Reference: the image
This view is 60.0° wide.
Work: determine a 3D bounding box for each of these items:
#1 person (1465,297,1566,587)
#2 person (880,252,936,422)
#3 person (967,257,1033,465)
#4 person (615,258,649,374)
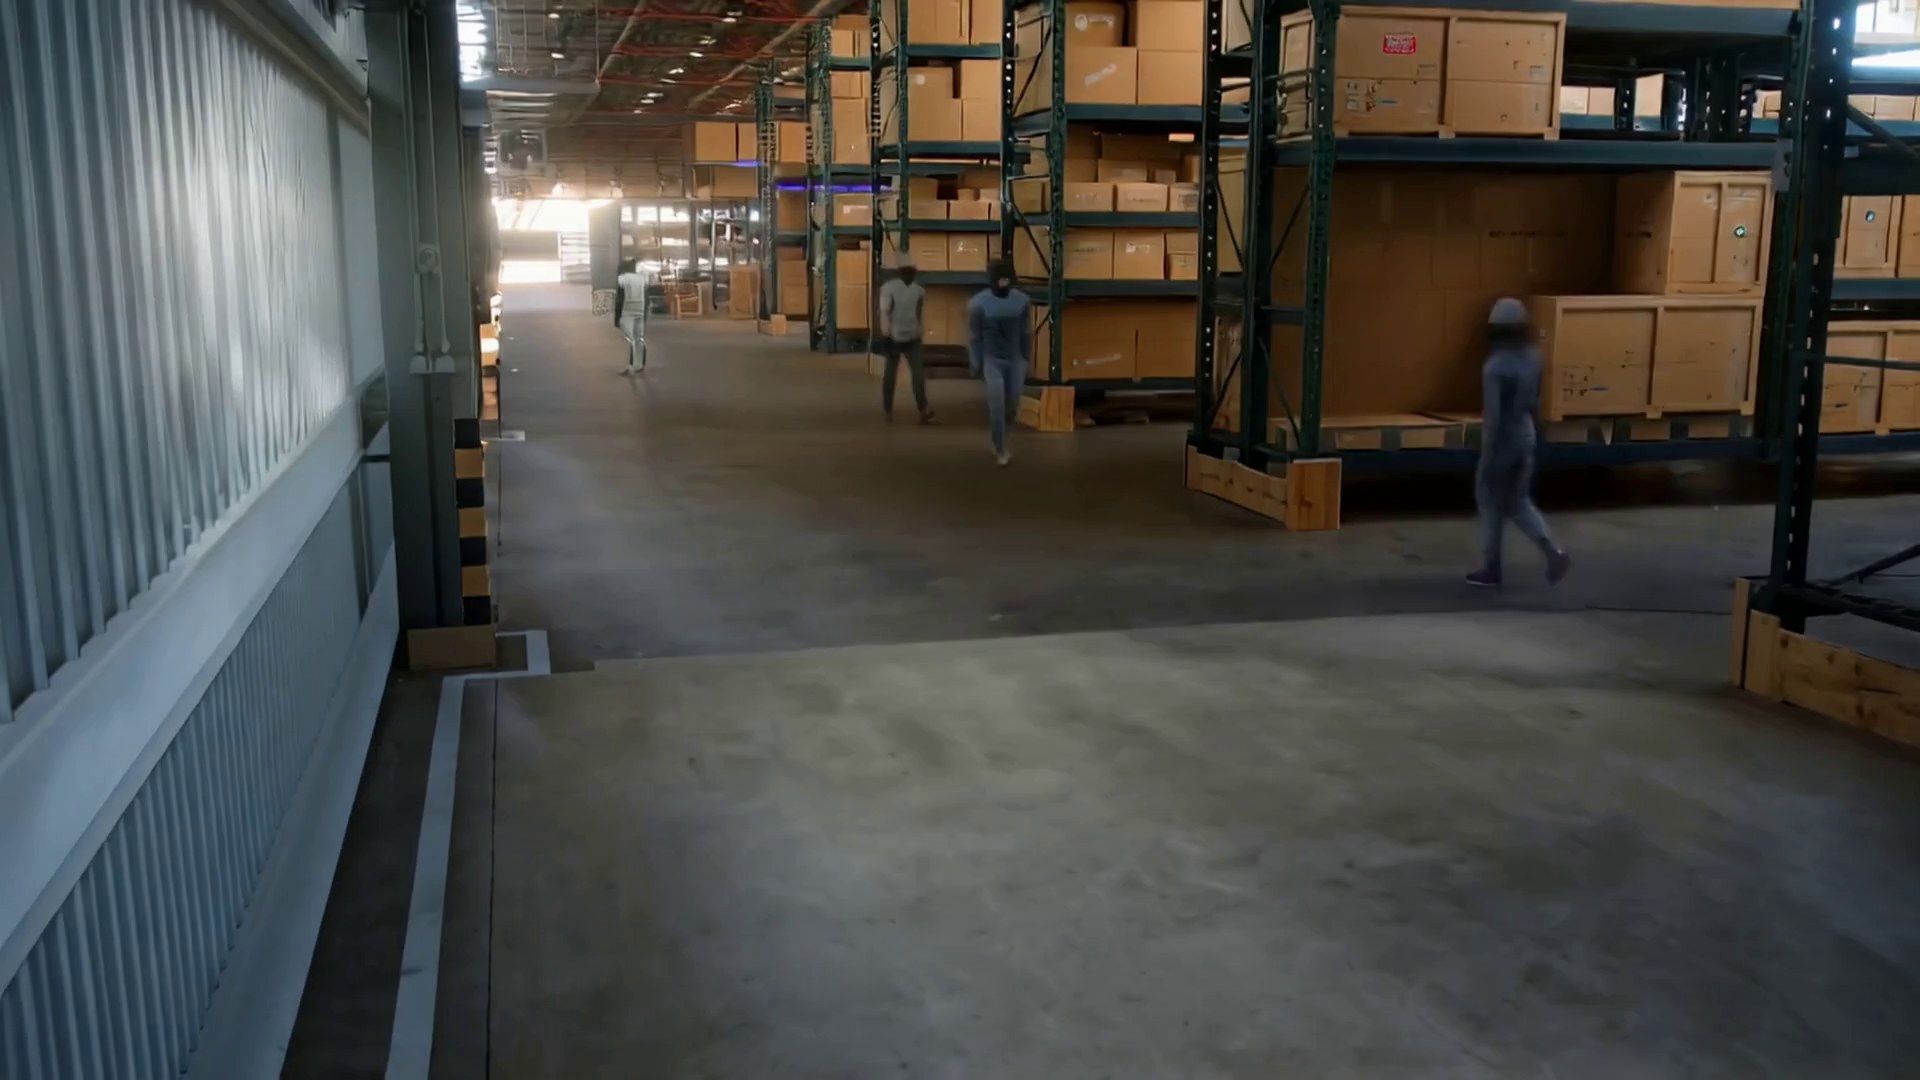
[{"bbox_3d":[3.259,-0.556,9.749,0.488,1.726,0.523,-5,11,-28],"label":"person"},{"bbox_3d":[-0.628,-2.333,19.224,0.634,1.941,1.029,-5,11,-27],"label":"person"},{"bbox_3d":[0.362,-1.686,15.641,0.633,1.925,0.680,-2,10,-14],"label":"person"},{"bbox_3d":[-5.224,-3.546,26.393,0.429,1.844,0.626,8,13,39],"label":"person"}]
